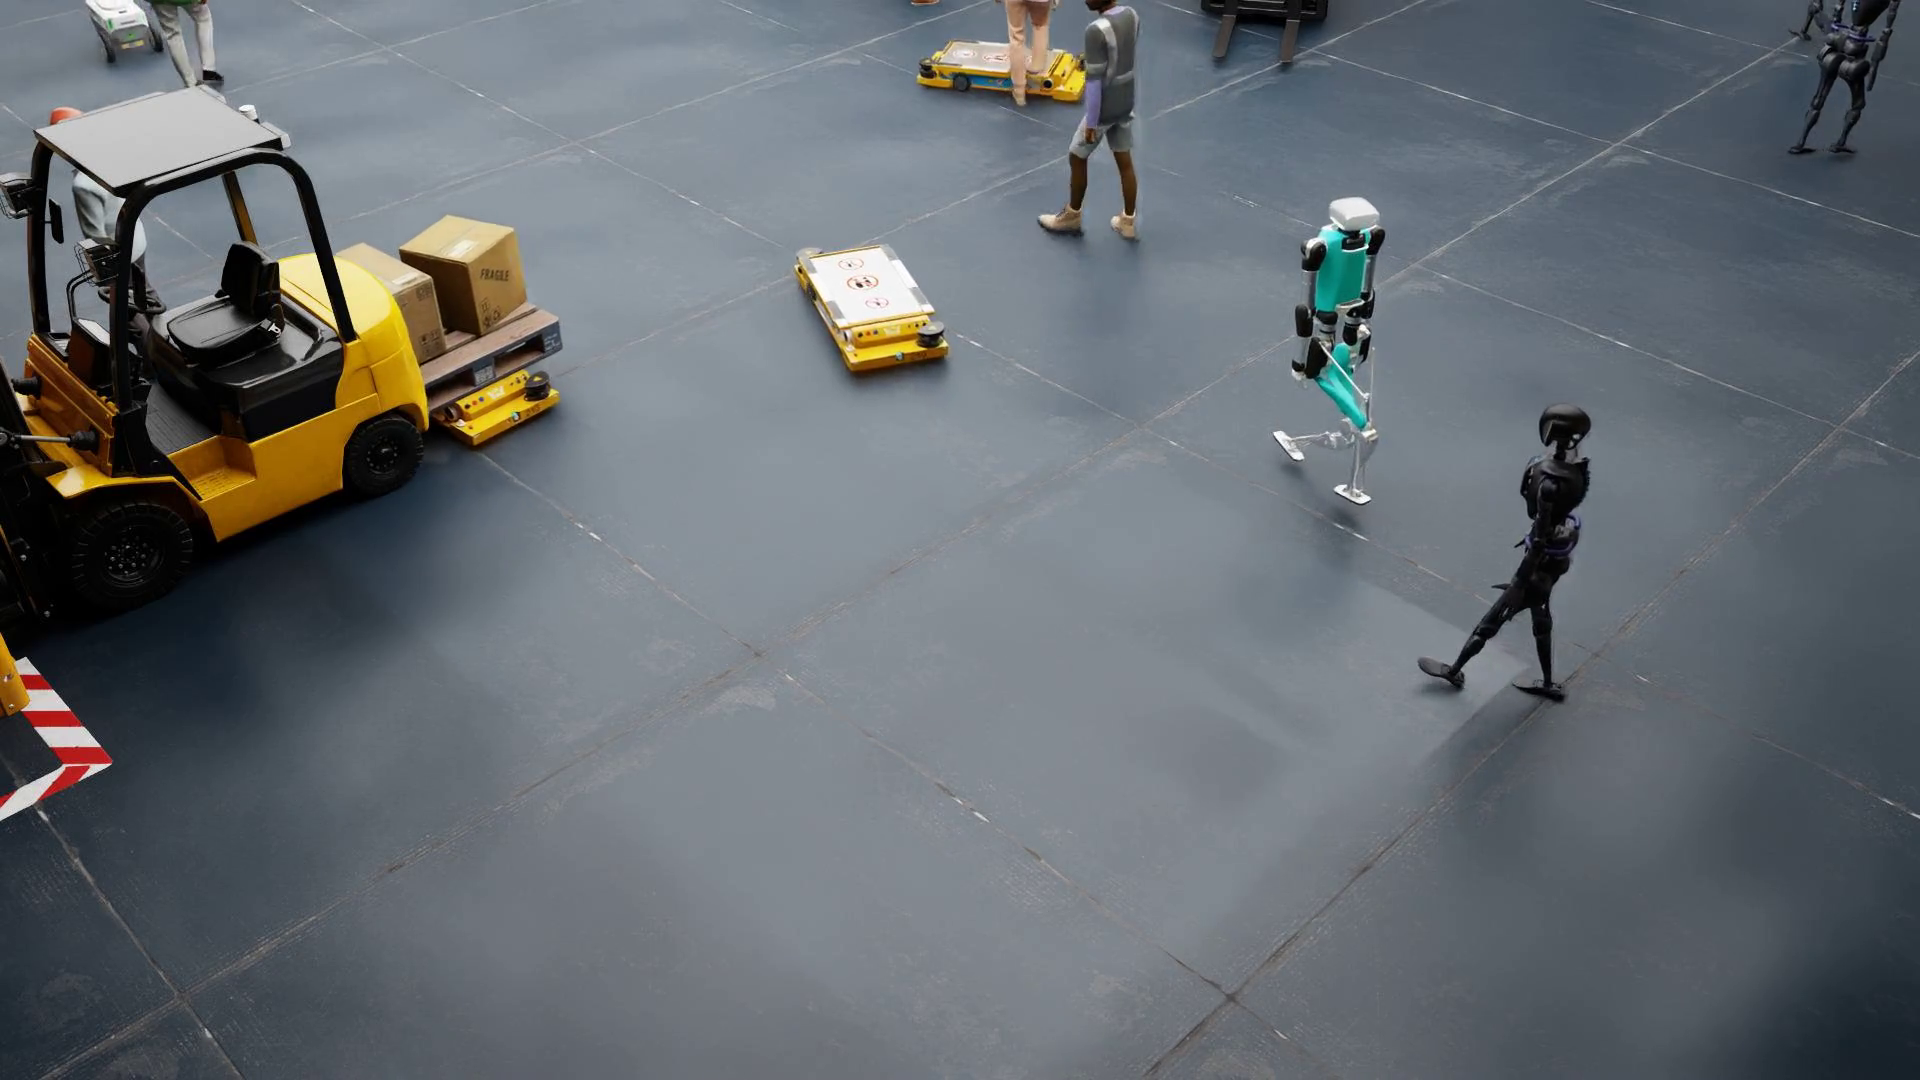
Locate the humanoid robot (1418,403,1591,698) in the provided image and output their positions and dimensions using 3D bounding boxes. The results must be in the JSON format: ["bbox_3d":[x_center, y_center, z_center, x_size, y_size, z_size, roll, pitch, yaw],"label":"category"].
[{"bbox_3d":[2.632,0.051,7.770,0.716,1.630,0.611,16,40,21],"label":"humanoid robot"}]

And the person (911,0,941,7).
[{"bbox_3d":[-0.404,-6.051,15.716,0.364,1.933,0.631,-16,40,-20],"label":"person"}]

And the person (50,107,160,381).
[{"bbox_3d":[-5.186,-1.808,10.190,0.350,1.737,0.572,-2,37,-3],"label":"person"}]

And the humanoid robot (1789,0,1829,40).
[{"bbox_3d":[7.839,-5.188,14.812,0.612,1.648,0.730,-9,38,-12],"label":"humanoid robot"}]

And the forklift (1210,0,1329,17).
[{"bbox_3d":[3.106,-6.400,15.960,1.214,2.155,2.313,8,37,10],"label":"forklift"}]

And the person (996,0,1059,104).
[{"bbox_3d":[0.552,-4.559,13.851,0.557,1.756,0.570,-2,37,-3],"label":"person"}]

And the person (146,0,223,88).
[{"bbox_3d":[-6.606,-4.655,13.971,0.553,1.765,0.529,-5,37,-7],"label":"person"}]

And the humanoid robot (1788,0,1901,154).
[{"bbox_3d":[6.909,-3.786,12.892,0.483,1.644,0.612,-12,38,-15],"label":"humanoid robot"}]

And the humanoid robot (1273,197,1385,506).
[{"bbox_3d":[2.151,-0.961,9.072,0.557,1.743,1.029,-21,41,-25],"label":"humanoid robot"}]

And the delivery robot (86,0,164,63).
[{"bbox_3d":[-7.589,-4.673,15.028,0.499,0.612,0.814,-25,43,-30],"label":"delivery robot"}]

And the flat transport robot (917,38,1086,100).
[{"bbox_3d":[0.398,-4.092,14.474,1.431,0.231,0.659,9,38,12],"label":"flat transport robot"}]

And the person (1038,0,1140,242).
[{"bbox_3d":[0.956,-3.069,11.657,0.799,2.002,0.683,25,44,30],"label":"person"}]

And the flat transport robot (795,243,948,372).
[{"bbox_3d":[-0.615,-1.591,11.127,0.659,0.231,1.431,-12,38,-15],"label":"flat transport robot"}]

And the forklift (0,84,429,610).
[{"bbox_3d":[-4.145,-1.093,8.856,2.313,2.155,1.214,-31,47,-34],"label":"forklift"}]

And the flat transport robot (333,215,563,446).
[{"bbox_3d":[-3.228,-1.033,10.380,1.431,0.231,0.659,27,44,31],"label":"flat transport robot"}]
